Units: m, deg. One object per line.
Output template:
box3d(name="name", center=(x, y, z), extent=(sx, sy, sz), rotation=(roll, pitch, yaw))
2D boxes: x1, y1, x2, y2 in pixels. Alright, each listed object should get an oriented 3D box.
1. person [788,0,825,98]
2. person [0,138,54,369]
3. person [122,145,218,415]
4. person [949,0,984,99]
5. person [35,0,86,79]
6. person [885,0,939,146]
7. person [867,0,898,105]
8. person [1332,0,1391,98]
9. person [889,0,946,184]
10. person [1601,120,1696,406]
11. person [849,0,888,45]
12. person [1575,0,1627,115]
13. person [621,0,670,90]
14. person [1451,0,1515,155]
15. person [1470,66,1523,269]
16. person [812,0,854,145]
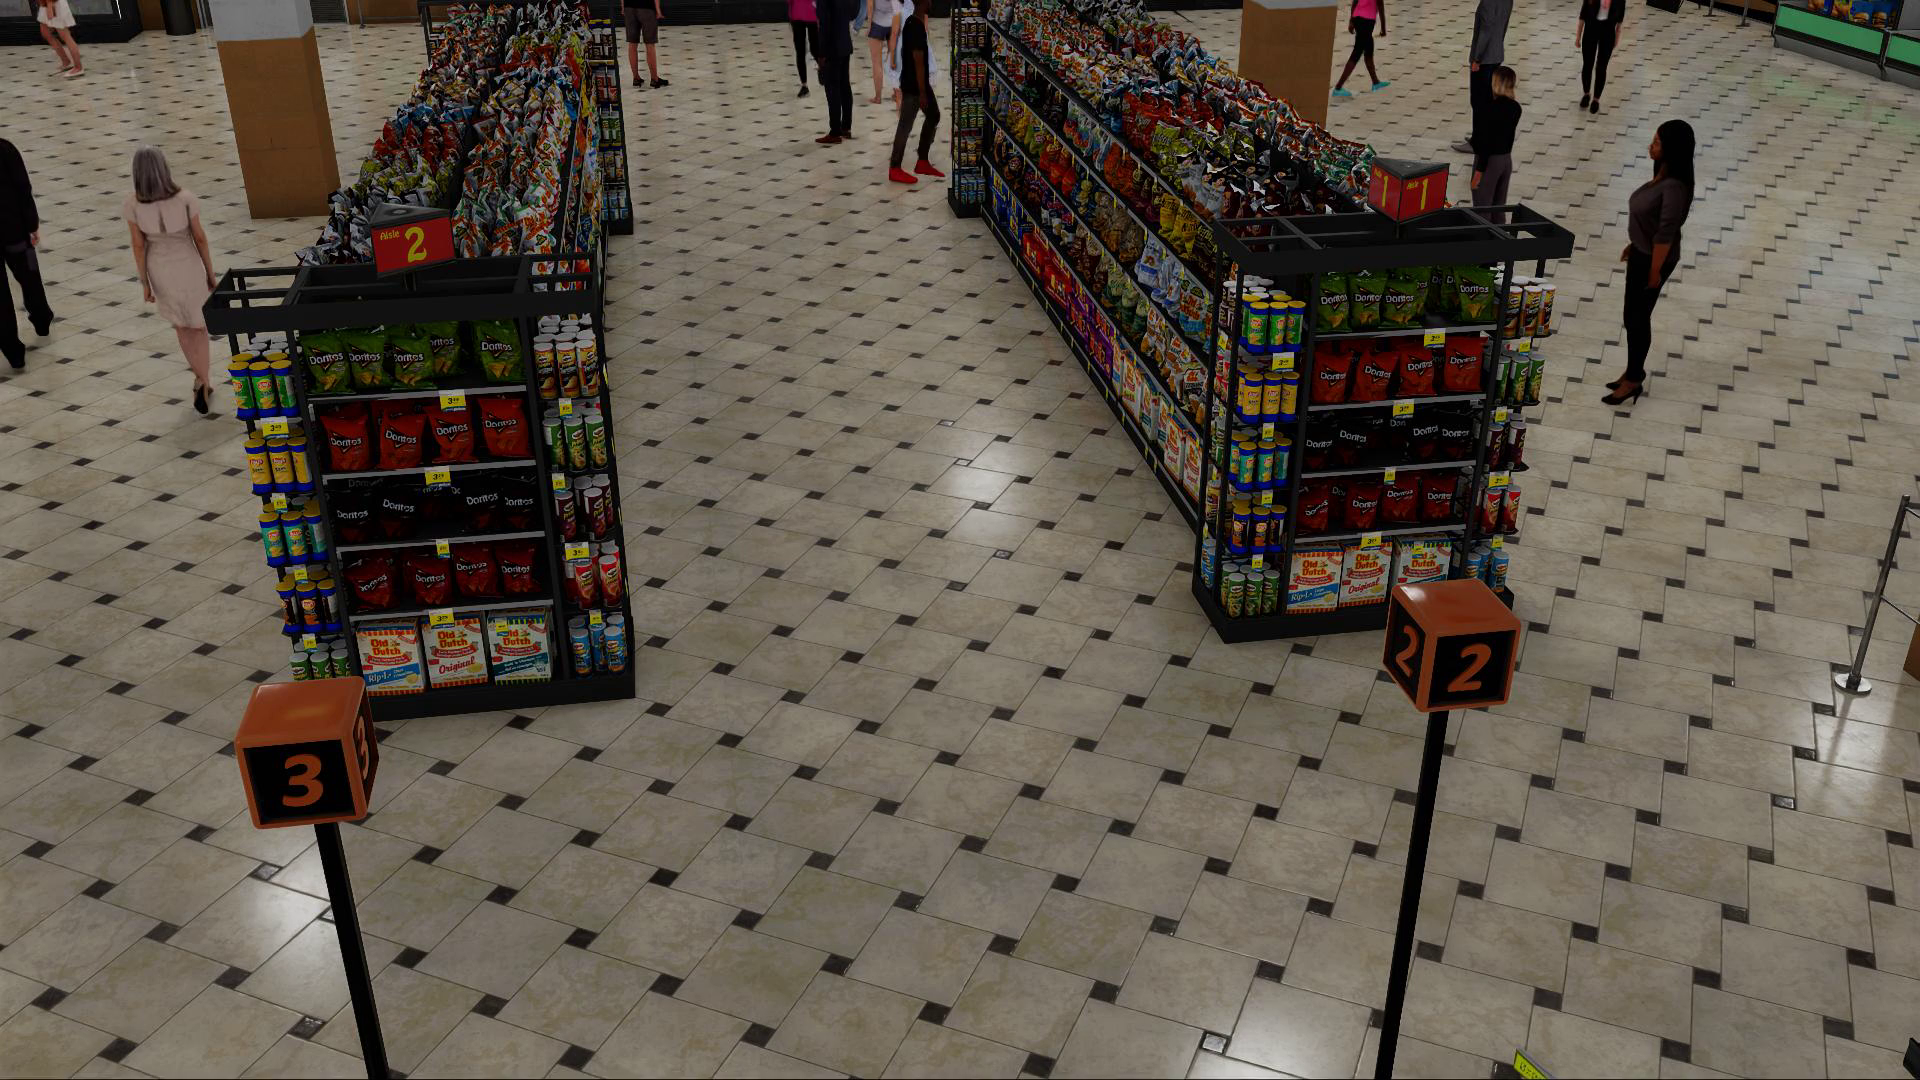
box3d(name="person", center=(-1.736, -5.993, 19.197), extent=(0.766, 1.687, 0.897), rotation=(8, 28, 15))
box3d(name="person", center=(-6.556, -2.049, 11.306), extent=(0.935, 1.790, 1.207), rotation=(-12, 29, -23))
box3d(name="person", center=(-4.919, -1.591, 10.482), extent=(0.728, 1.718, 1.101), rotation=(-10, 28, -18))
box3d(name="person", center=(0.207, -5.274, 17.826), extent=(0.902, 1.644, 1.020), rotation=(6, 27, 11))
box3d(name="person", center=(-10.908, -6.465, 20.121), extent=(0.770, 1.694, 0.835), rotation=(22, 34, 37))
box3d(name="person", center=(-0.440, -4.829, 16.801), extent=(0.832, 1.778, 1.236), rotation=(-12, 29, -22))
box3d(name="person", center=(-0.861, -5.842, 18.877), extent=(0.654, 1.707, 0.628), rotation=(-13, 30, -24))
box3d(name="person", center=(4.552, -5.869, 18.971), extent=(0.787, 1.670, 1.089), rotation=(-11, 29, -20))
box3d(name="person", center=(-0.510, -4.286, 15.732), extent=(0.899, 1.776, 0.781), rotation=(2, 27, 4))
box3d(name="person", center=(4.504, -1.787, 10.737), extent=(0.817, 1.836, 0.702), rotation=(8, 28, 16))
box3d(name="person", center=(-1.151, -7.478, 21.993), extent=(1.212, 1.806, 1.125), rotation=(19, 32, 32))
box3d(name="person", center=(7.086, -5.610, 18.463), extent=(0.998, 1.668, 1.194), rotation=(11, 29, 20))
box3d(name="person", center=(-3.781, -6.274, 19.562), extent=(0.764, 1.858, 0.755), rotation=(7, 28, 14))
box3d(name="person", center=(5.315, -4.864, 16.764), extent=(0.822, 1.873, 0.783), rotation=(21, 34, 35))
box3d(name="person", center=(4.183, -2.864, 13.049), extent=(0.678, 1.667, 0.695), rotation=(-21, 34, -36))
box3d(name="person", center=(-1.286, -5.037, 17.161), extent=(0.853, 1.824, 0.774), rotation=(14, 30, 26))
